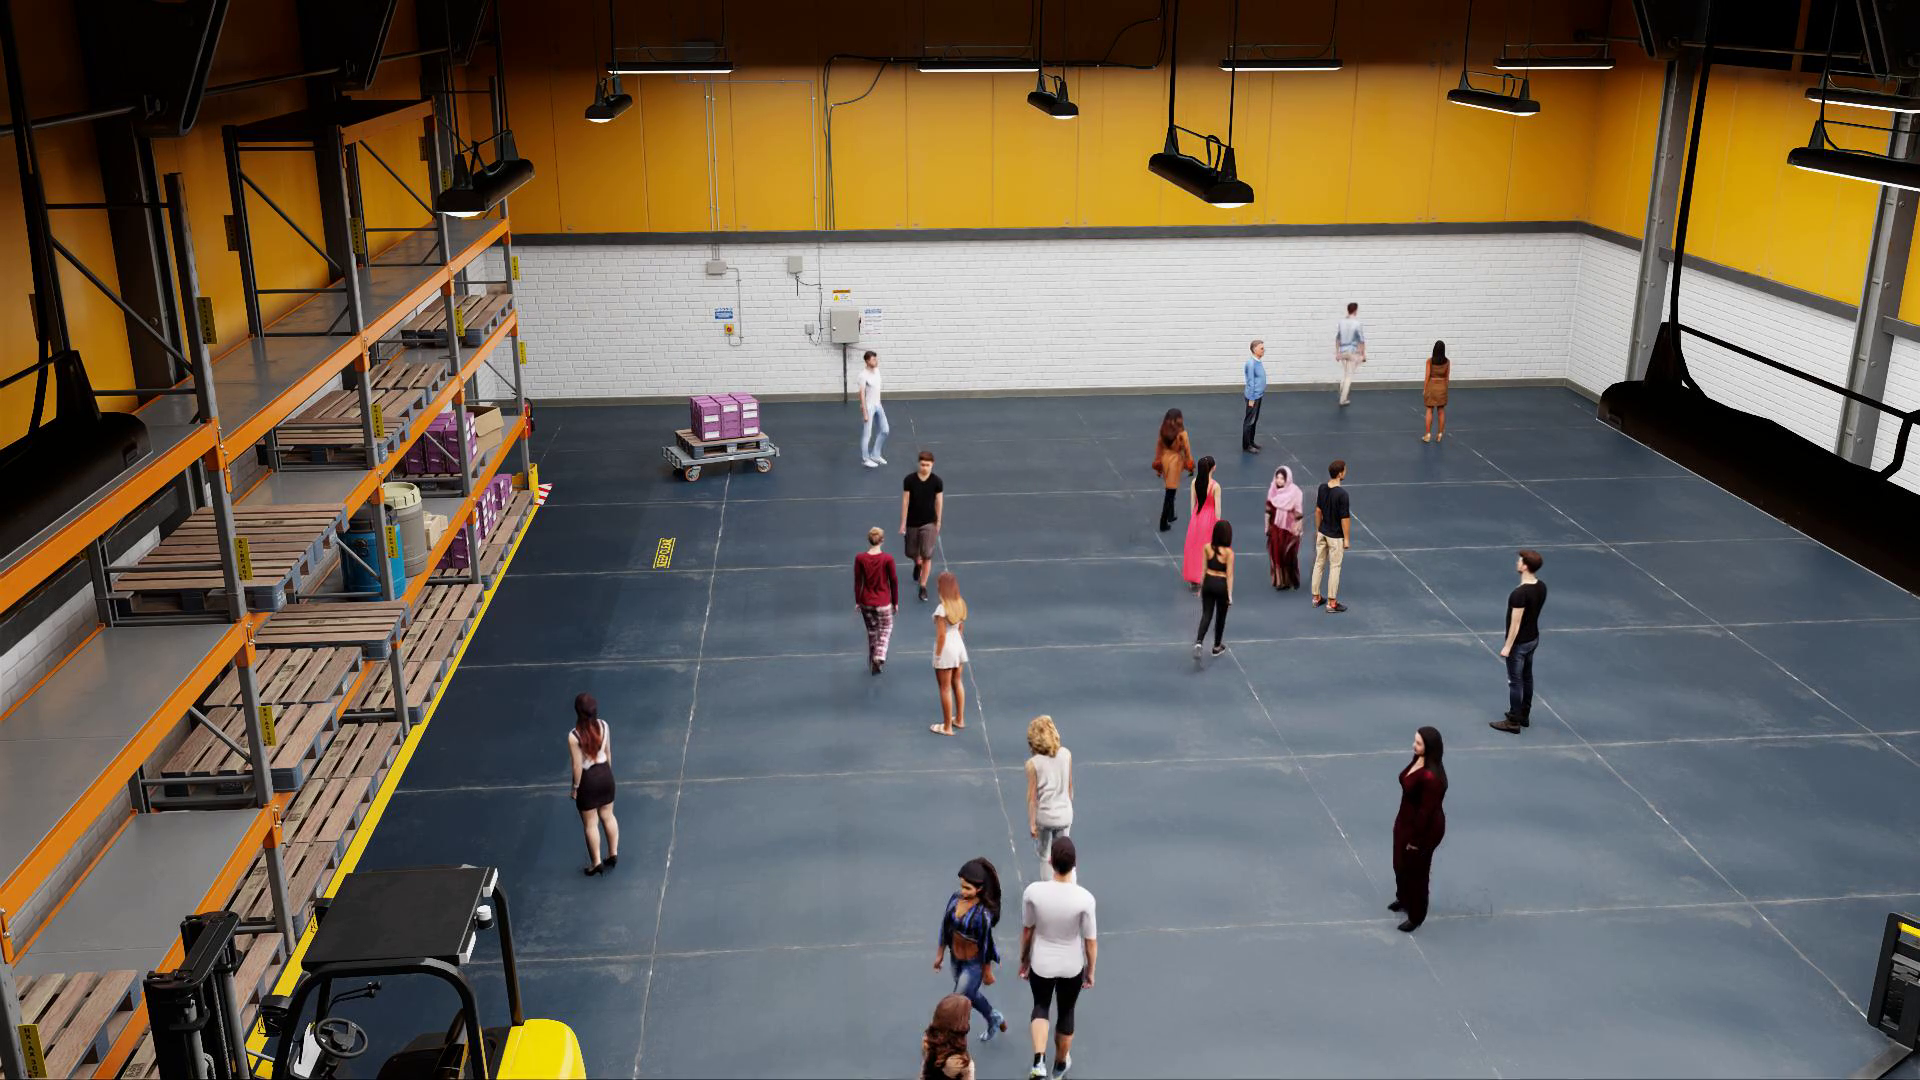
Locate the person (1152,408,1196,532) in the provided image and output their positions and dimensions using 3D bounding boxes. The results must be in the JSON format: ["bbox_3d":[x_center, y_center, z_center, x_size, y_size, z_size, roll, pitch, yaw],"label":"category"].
[{"bbox_3d":[2.866,-0.942,22.767,0.892,1.703,0.952,16,24,40],"label":"person"}]

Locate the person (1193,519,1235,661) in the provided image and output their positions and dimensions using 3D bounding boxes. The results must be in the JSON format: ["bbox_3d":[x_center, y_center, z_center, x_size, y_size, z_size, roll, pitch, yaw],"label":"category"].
[{"bbox_3d":[2.791,0.578,18.376,0.883,1.625,1.023,10,21,28],"label":"person"}]

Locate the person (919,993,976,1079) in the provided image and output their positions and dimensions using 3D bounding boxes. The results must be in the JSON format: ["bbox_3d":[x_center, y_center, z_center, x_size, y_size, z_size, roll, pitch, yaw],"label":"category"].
[{"bbox_3d":[-0.148,3.449,9.690,0.867,1.727,0.934,14,23,35],"label":"person"}]

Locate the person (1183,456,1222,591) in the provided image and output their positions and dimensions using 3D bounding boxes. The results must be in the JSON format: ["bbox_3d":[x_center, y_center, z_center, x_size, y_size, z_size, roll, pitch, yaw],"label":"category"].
[{"bbox_3d":[3.012,-0.203,20.542,0.708,1.724,0.766,15,23,37],"label":"person"}]

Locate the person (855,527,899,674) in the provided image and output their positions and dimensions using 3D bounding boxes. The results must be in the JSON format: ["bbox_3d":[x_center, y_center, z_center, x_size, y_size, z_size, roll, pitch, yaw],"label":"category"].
[{"bbox_3d":[-0.910,0.689,17.944,0.726,1.690,0.859,3,19,8],"label":"person"}]

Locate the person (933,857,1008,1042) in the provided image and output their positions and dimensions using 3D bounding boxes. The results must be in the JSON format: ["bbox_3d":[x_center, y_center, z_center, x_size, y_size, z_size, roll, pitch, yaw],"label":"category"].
[{"bbox_3d":[0.112,2.912,11.506,0.953,1.586,0.988,-13,22,-33],"label":"person"}]

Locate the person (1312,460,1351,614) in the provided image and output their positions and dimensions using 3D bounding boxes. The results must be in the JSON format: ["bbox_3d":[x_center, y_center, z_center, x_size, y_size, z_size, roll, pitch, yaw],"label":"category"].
[{"bbox_3d":[4.444,-0.061,19.911,0.783,1.857,0.652,-13,22,-33],"label":"person"}]

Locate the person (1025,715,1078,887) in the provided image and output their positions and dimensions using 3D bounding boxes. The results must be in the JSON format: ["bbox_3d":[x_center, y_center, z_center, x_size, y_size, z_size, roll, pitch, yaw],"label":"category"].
[{"bbox_3d":[0.780,2.244,13.396,0.757,1.645,0.887,-8,20,-23],"label":"person"}]

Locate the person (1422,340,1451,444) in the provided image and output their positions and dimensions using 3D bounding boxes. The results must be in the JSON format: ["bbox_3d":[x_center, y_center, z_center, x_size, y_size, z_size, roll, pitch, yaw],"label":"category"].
[{"bbox_3d":[7.795,-2.437,27.229,0.553,1.689,0.505,-1,19,-3],"label":"person"}]

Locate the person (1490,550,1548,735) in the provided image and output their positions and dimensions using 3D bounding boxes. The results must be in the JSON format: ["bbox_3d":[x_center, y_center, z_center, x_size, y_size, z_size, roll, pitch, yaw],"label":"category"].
[{"bbox_3d":[5.644,1.008,16.675,0.764,1.896,0.793,-16,25,-40],"label":"person"}]

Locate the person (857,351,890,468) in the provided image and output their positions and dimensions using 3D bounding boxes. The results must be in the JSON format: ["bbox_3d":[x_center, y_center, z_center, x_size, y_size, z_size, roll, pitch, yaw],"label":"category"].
[{"bbox_3d":[-1.456,-2.034,25.799,0.872,1.838,0.785,11,22,30],"label":"person"}]

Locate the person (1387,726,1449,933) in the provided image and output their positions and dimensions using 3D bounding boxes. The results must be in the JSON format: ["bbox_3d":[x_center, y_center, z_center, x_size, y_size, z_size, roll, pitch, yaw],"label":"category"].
[{"bbox_3d":[3.698,2.268,13.162,0.777,1.749,0.558,1,19,2],"label":"person"}]

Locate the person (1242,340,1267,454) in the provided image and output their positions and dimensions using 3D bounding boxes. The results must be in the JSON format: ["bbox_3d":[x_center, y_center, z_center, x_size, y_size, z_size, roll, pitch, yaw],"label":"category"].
[{"bbox_3d":[4.720,-2.334,26.722,0.808,1.818,0.678,8,20,22],"label":"person"}]

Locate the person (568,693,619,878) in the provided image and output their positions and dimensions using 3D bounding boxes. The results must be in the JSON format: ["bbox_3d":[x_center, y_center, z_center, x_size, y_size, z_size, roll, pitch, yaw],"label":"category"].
[{"bbox_3d":[-3.082,2.050,13.969,0.686,1.648,0.630,16,24,39],"label":"person"}]

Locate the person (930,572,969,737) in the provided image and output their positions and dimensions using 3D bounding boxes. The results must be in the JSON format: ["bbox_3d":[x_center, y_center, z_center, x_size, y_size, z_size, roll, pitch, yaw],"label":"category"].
[{"bbox_3d":[-0.110,1.124,16.642,0.725,1.697,0.658,14,23,35],"label":"person"}]

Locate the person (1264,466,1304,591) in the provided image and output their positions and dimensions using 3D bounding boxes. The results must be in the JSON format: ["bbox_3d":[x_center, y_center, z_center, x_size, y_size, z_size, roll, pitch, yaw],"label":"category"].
[{"bbox_3d":[4.058,-0.164,20.601,0.786,1.610,0.845,13,22,33],"label":"person"}]

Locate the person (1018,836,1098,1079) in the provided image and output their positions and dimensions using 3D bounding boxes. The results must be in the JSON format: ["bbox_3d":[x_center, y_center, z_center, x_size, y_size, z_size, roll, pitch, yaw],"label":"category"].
[{"bbox_3d":[0.634,2.896,11.163,0.821,1.836,0.926,4,19,12],"label":"person"}]

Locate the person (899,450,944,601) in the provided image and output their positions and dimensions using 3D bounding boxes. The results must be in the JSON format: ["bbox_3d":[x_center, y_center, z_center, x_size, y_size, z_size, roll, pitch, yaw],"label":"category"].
[{"bbox_3d":[-0.462,-0.232,20.436,0.800,1.845,1.075,3,19,7],"label":"person"}]

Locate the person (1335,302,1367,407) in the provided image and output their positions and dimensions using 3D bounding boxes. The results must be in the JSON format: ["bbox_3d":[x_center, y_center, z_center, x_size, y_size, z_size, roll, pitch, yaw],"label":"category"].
[{"bbox_3d":[6.864,-3.290,29.535,0.853,1.833,0.778,-15,24,-38],"label":"person"}]
